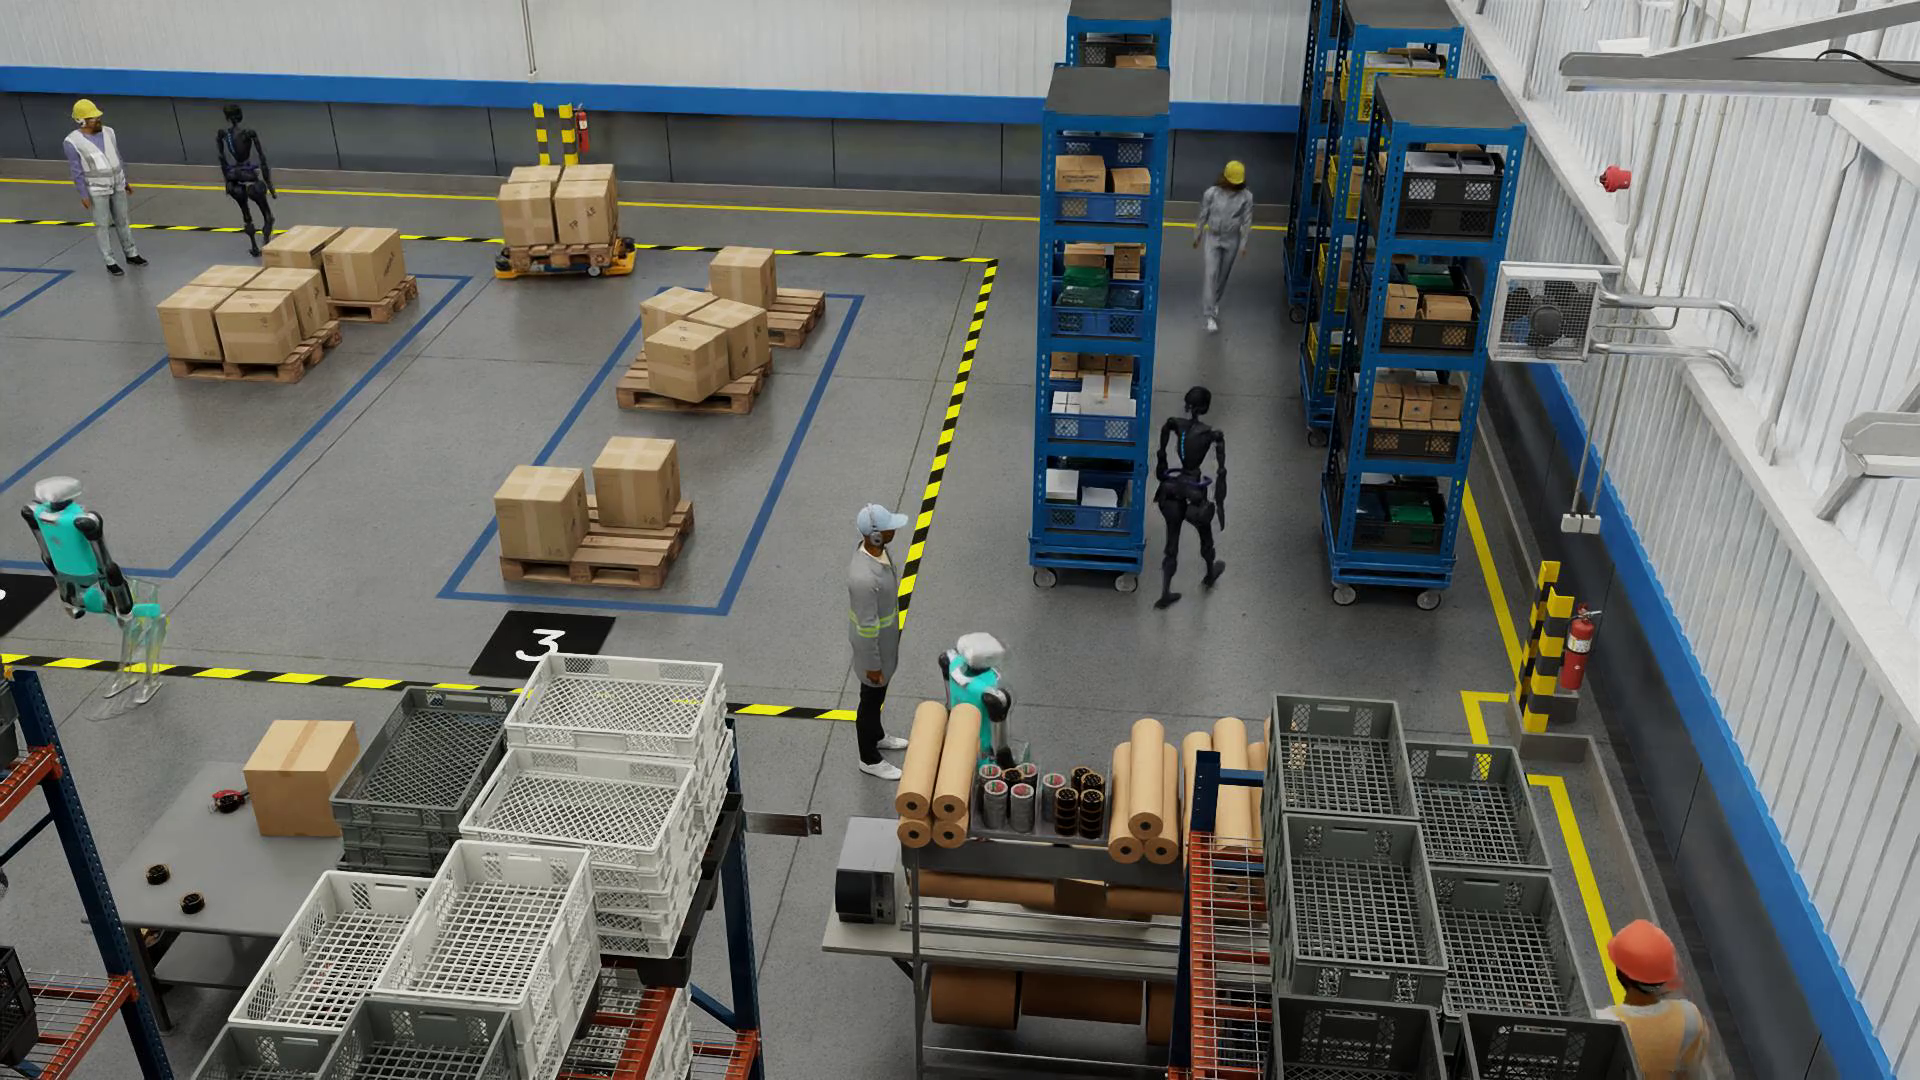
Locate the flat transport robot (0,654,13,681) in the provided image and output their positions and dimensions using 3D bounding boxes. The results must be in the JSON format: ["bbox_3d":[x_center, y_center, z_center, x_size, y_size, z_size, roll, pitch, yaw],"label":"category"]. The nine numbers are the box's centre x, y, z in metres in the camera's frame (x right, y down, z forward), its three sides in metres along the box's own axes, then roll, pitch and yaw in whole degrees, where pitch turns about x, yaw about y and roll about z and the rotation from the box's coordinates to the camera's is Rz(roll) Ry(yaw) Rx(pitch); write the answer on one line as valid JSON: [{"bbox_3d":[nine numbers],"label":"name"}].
[{"bbox_3d":[-7.142,0.969,11.010,1.431,0.231,0.659,3,30,6],"label":"flat transport robot"}]

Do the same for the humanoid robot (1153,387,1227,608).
[{"bbox_3d":[1.653,-0.341,11.883,0.599,1.637,0.705,21,36,32],"label":"humanoid robot"}]

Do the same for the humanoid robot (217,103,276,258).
[{"bbox_3d":[-7.685,-3.844,17.881,0.593,1.646,0.435,6,31,11],"label":"humanoid robot"}]

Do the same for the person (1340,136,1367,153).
[{"bbox_3d":[4.223,-3.955,17.897,0.389,1.847,0.563,11,32,19],"label":"person"}]

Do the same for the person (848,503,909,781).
[{"bbox_3d":[-0.489,0.600,10.068,0.363,1.852,0.596,2,30,4],"label":"person"}]

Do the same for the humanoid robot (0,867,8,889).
[{"bbox_3d":[-5.235,1.663,8.469,0.608,1.630,0.786,-4,30,-6],"label":"humanoid robot"}]

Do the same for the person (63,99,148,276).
[{"bbox_3d":[-8.995,-3.717,17.500,0.404,1.832,0.599,15,33,24],"label":"person"}]

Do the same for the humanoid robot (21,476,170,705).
[{"bbox_3d":[-5.413,0.251,10.648,0.533,1.677,0.735,9,31,15],"label":"humanoid robot"}]

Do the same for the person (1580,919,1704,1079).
[{"bbox_3d":[2.746,2.432,6.884,0.549,1.899,0.856,-6,31,-11],"label":"person"}]

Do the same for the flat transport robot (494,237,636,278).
[{"bbox_3d":[-4.236,-3.047,17.879,1.431,0.197,0.652,-3,30,-5],"label":"flat transport robot"}]

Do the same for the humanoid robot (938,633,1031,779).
[{"bbox_3d":[0.254,1.225,9.125,0.845,1.790,0.548,-19,35,-29],"label":"humanoid robot"}]

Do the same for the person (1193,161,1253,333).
[{"bbox_3d":[2.562,-2.907,16.255,0.532,1.672,0.901,1,30,2],"label":"person"}]
